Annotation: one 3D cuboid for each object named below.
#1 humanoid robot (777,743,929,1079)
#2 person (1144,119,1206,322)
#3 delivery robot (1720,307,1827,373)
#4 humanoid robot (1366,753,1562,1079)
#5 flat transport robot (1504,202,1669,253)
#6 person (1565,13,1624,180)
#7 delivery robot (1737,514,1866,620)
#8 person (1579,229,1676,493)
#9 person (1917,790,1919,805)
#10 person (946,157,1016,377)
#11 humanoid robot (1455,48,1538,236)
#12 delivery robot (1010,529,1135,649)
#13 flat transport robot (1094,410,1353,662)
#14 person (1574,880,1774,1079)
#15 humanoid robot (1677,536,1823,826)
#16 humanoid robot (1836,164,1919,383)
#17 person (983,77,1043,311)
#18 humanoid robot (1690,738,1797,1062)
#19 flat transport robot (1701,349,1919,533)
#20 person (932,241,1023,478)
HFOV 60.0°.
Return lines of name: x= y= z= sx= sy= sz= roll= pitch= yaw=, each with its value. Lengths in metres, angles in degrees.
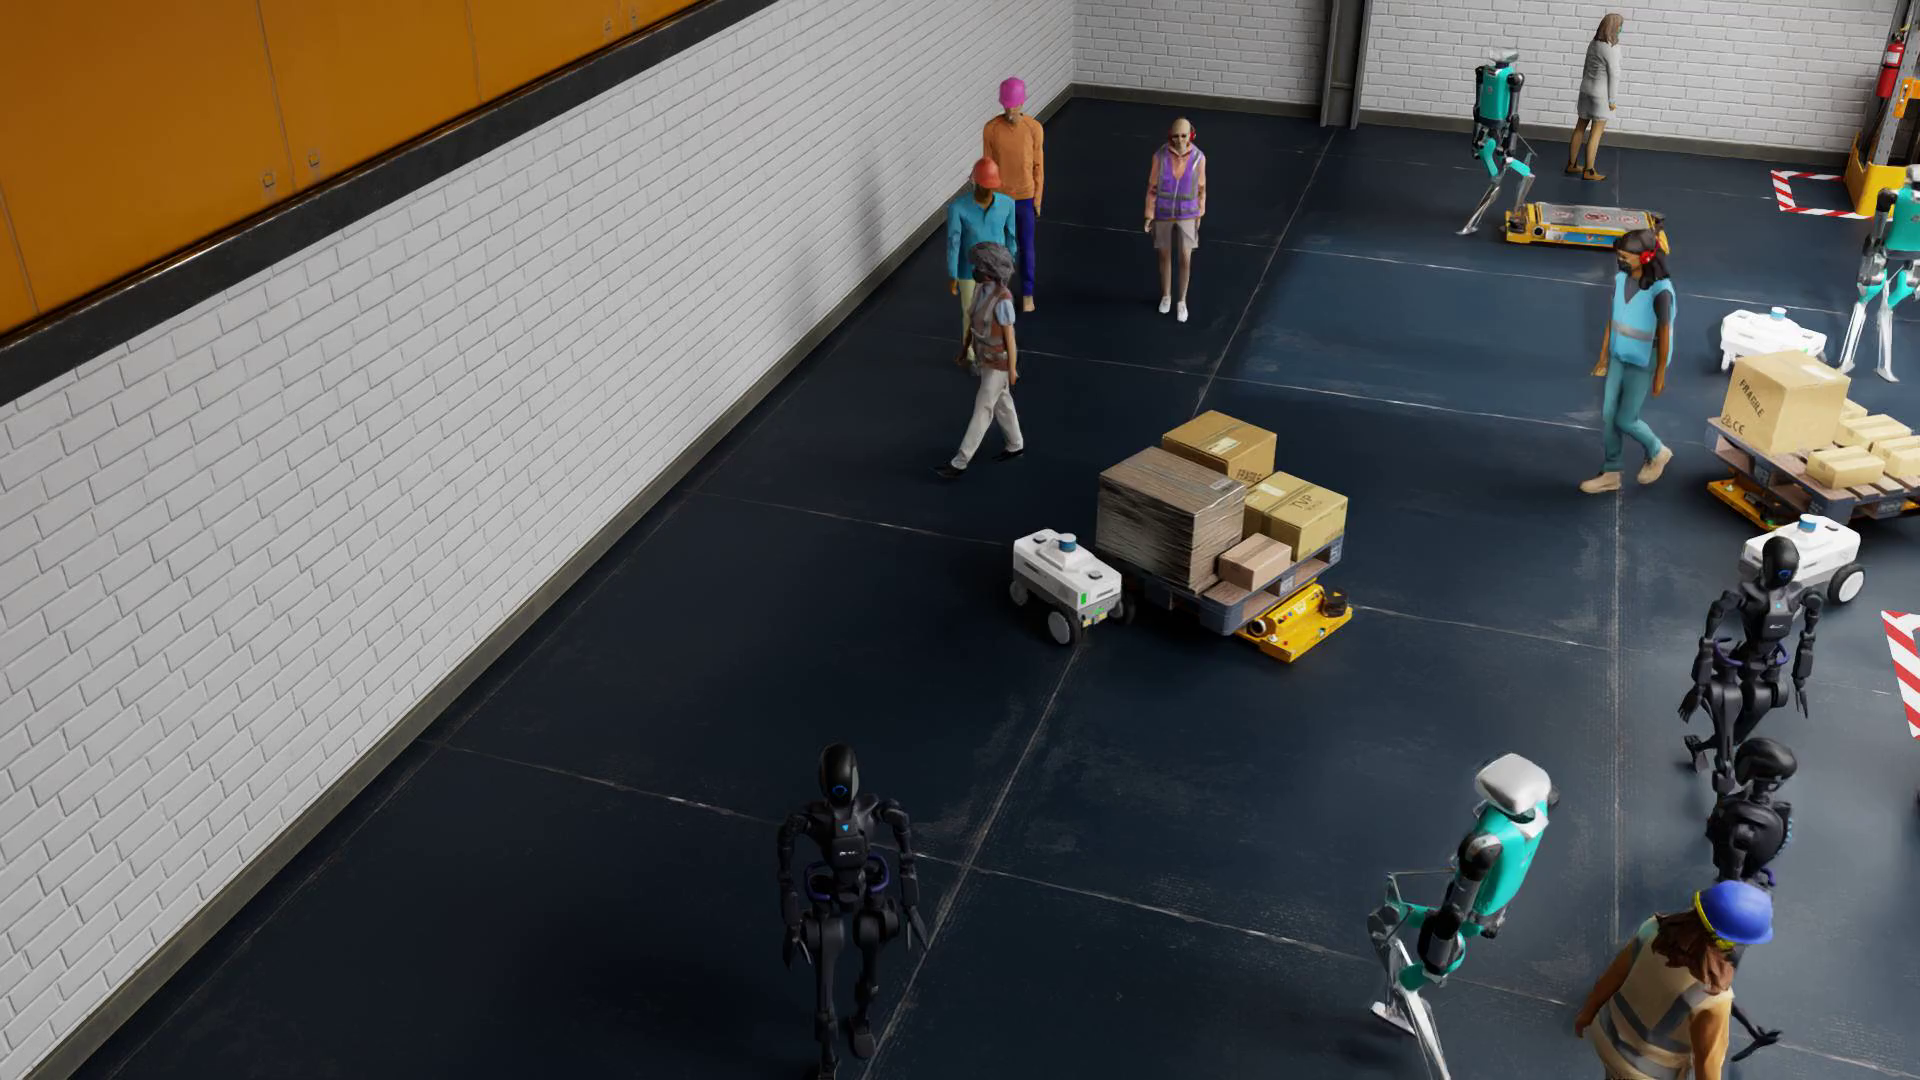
humanoid robot: x=-0.424 y=1.510 z=6.671 sx=0.595 sy=1.649 sz=0.496 roll=-6 pitch=31 yaw=-10
person: x=1.760 y=-2.623 z=13.697 sx=0.485 sy=1.673 sz=0.593 roll=6 pitch=31 yaw=9
delivery robot: x=6.288 y=-1.506 z=12.898 sx=0.524 sy=0.587 sz=0.737 roll=-24 pitch=38 yaw=-34
humanoid robot: x=1.856 y=1.492 z=6.656 sx=0.901 sy=1.774 sz=0.573 roll=26 pitch=39 yaw=37
flat transport robot: x=5.872 y=-2.930 z=15.611 sx=1.431 sy=0.231 sz=0.659 roll=7 pitch=31 yaw=13
person: x=6.504 y=-4.513 z=16.929 sx=0.338 sy=1.659 sz=0.486 roll=-10 pitch=32 yaw=-17
delivery robot: x=5.117 y=0.123 z=10.126 sx=0.738 sy=0.586 sz=0.523 roll=-15 pitch=34 yaw=-23
person: x=4.521 y=-1.171 z=11.062 sx=0.542 sy=1.845 sz=0.564 roll=-10 pitch=32 yaw=-17
person: x=5.154 y=0.637 z=8.080 sx=0.583 sy=1.749 sz=0.375 roll=-6 pitch=31 yaw=-10
person: x=0.181 y=-2.041 z=12.645 sx=0.581 sy=1.733 sz=0.521 roll=-6 pitch=31 yaw=-11
humanoid robot: x=5.112 y=-3.708 z=15.509 sx=0.887 sy=1.778 sz=0.561 roll=-15 pitch=34 yaw=-24
delivery robot: x=0.639 y=0.231 z=9.920 sx=0.499 sy=0.565 sz=0.745 roll=-21 pitch=36 yaw=-31
flat transport robot: x=1.608 y=0.275 z=10.158 sx=1.431 sy=0.231 sz=0.659 roll=26 pitch=39 yaw=37
person: x=2.479 y=1.874 z=5.991 sx=0.694 sy=1.720 sz=0.498 roll=-6 pitch=31 yaw=-9
humanoid robot: x=3.862 y=0.666 z=8.178 sx=0.612 sy=1.645 sz=0.801 roll=0 pitch=30 yaw=-1
humanoid robot: x=7.079 y=-2.079 z=12.672 sx=0.543 sy=1.746 sz=0.717 roll=8 pitch=31 yaw=13
person: x=0.430 y=-2.863 z=13.821 sx=0.515 sy=1.974 sz=0.407 roll=3 pitch=31 yaw=4
humanoid robot: x=3.118 y=1.518 z=6.664 sx=0.531 sy=1.642 sz=0.589 roll=17 pitch=35 yaw=27
flat transport robot: x=5.867 y=-0.353 z=11.227 sx=1.431 sy=0.231 sz=0.659 roll=-9 pitch=32 yaw=-14
person: x=0.124 y=-1.215 z=11.317 sx=0.804 sy=1.654 sz=0.450 roll=-12 pitch=32 yaw=-19
